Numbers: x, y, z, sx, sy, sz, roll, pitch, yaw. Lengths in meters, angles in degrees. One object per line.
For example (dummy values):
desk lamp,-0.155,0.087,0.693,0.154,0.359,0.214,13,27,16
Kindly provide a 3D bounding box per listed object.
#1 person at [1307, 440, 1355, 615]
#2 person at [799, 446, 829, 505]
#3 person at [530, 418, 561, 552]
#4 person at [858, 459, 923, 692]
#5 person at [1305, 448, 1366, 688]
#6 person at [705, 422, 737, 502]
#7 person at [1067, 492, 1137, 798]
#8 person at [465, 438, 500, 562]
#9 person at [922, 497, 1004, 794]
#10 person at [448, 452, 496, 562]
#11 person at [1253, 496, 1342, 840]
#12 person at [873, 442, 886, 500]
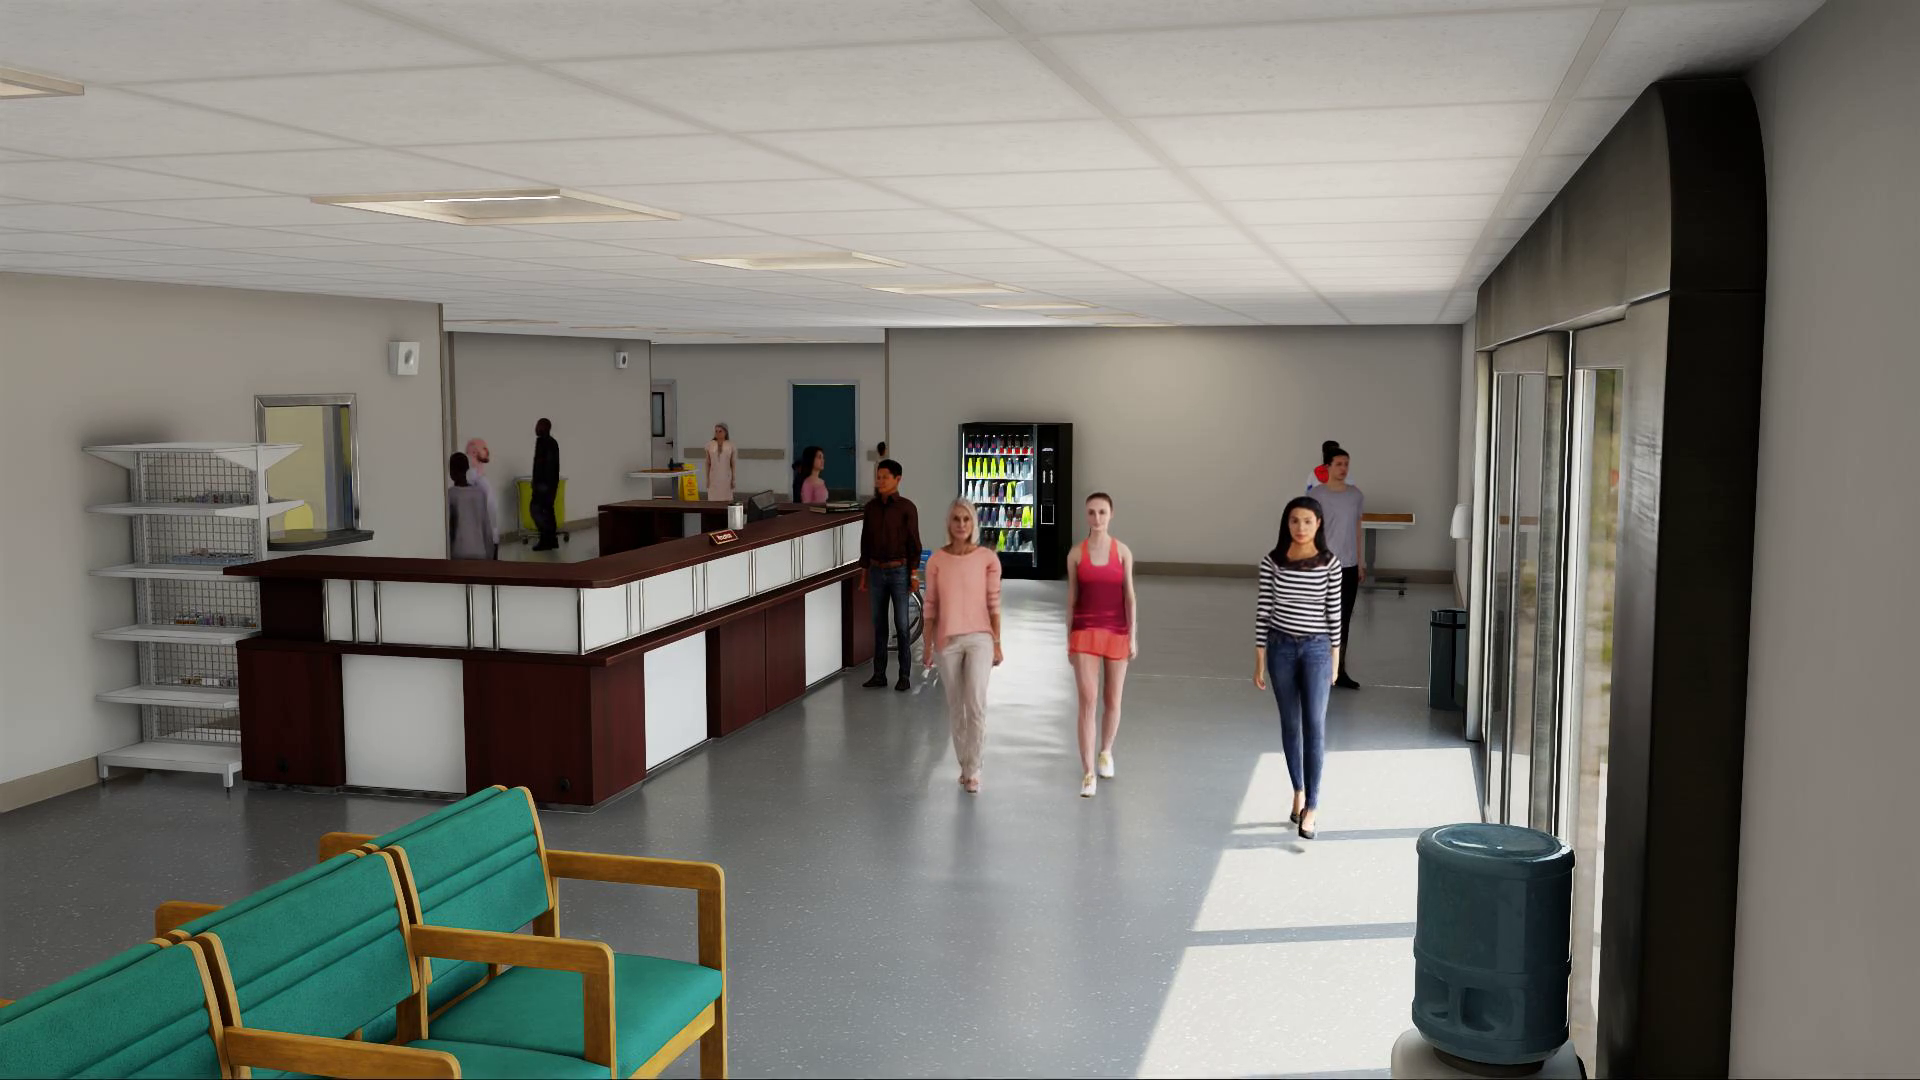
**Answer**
person,3.740,-0.126,16.787,0.551,1.758,0.739,3,6,27
person,-1.486,-0.034,16.123,1.094,1.707,0.584,1,6,14
person,-5.602,-0.765,22.866,0.925,1.812,0.867,-3,7,-29
person,-0.532,0.264,12.793,0.503,1.780,0.746,3,6,24
person,2.897,0.214,12.882,0.689,1.863,0.804,-2,6,-20
person,-3.462,-0.840,23.982,0.616,1.737,0.737,-1,6,-8
person,0.847,0.594,9.815,1.012,1.719,0.774,0,6,1
person,-4.583,-0.037,15.570,1.037,1.824,0.830,0,6,-1
person,0.030,0.606,9.783,0.897,1.702,0.766,1,6,6
person,-4.094,0.163,13.955,1.073,1.750,0.880,5,7,39
person,1.808,0.662,8.842,0.804,1.764,0.639,2,6,17
person,-1.117,-0.654,23.555,0.723,1.452,0.758,6,8,44
